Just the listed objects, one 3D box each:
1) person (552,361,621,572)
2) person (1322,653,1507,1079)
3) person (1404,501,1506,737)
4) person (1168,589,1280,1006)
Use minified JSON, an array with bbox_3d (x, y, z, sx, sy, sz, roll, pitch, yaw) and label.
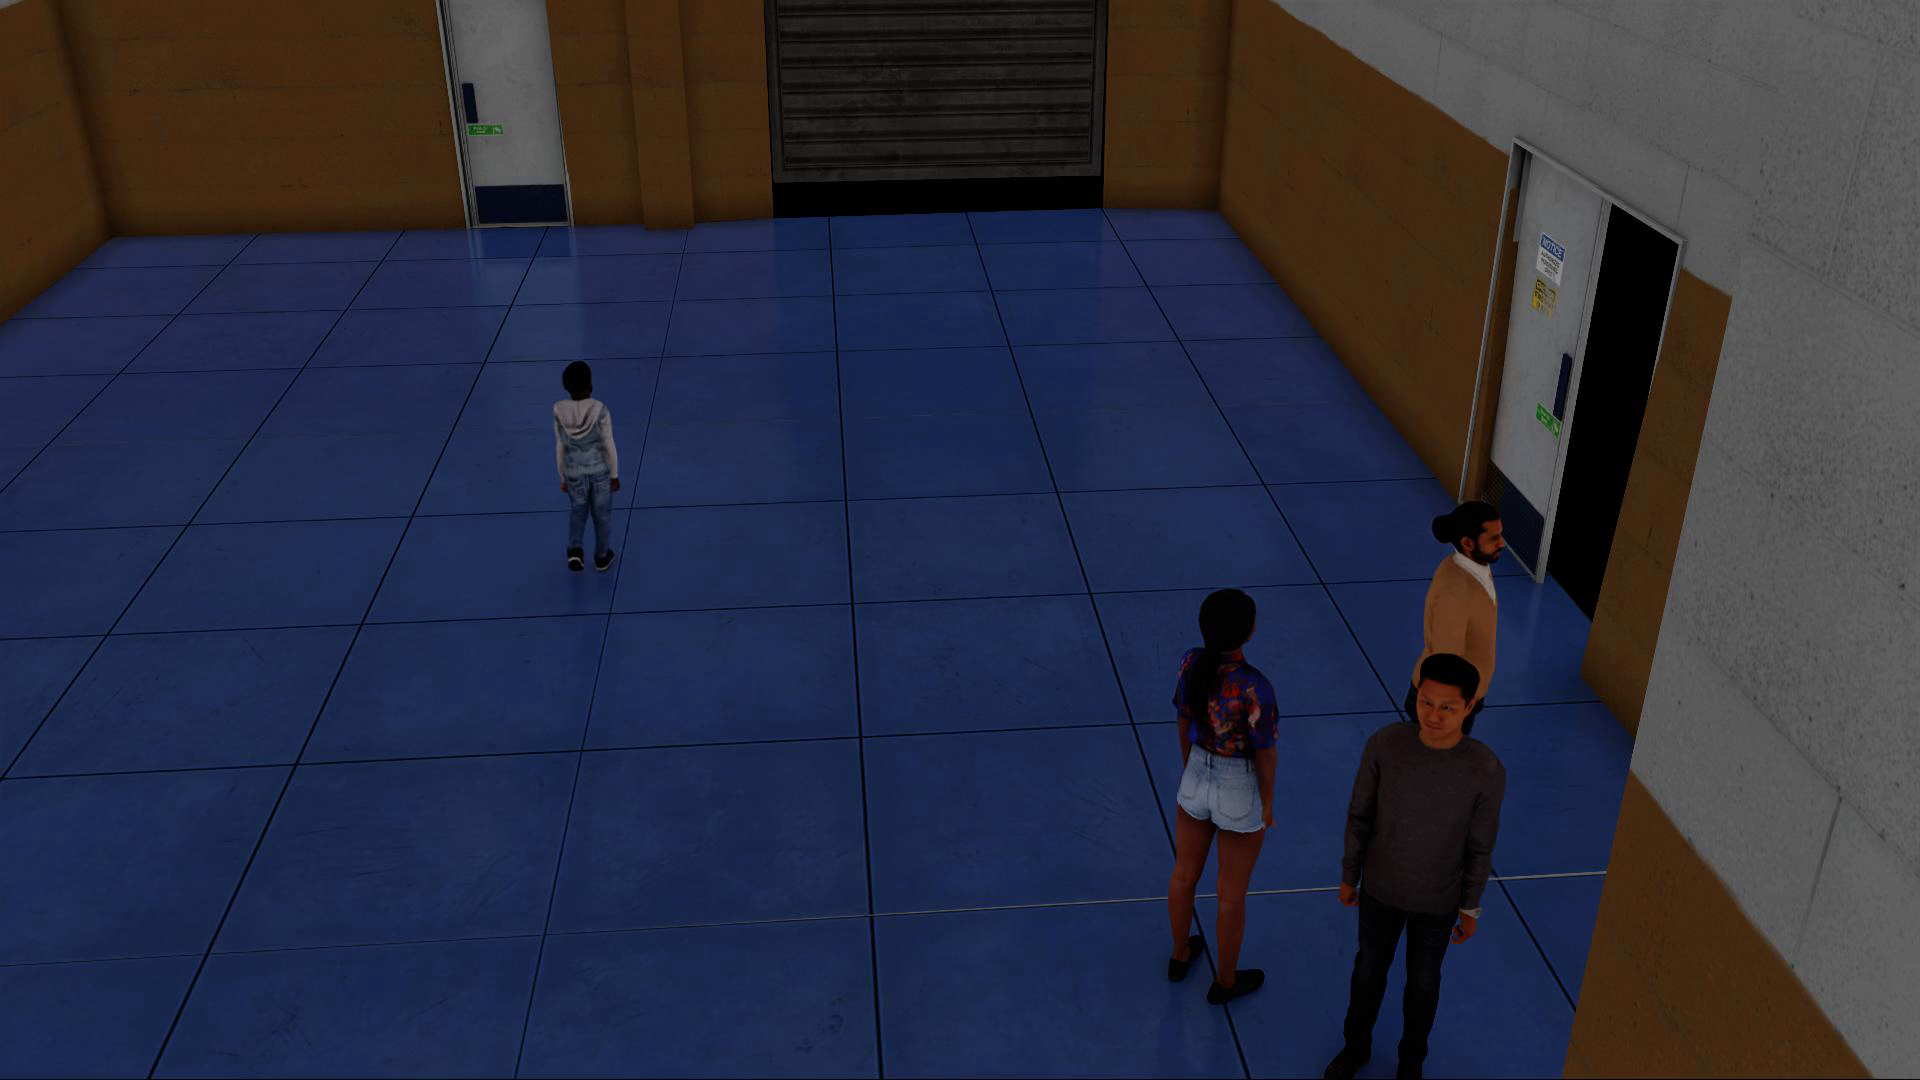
[{"bbox_3d":[-2.096,-0.374,9.277,0.592,1.252,0.589,2,27,4],"label":"person"},{"bbox_3d":[1.549,1.168,5.665,0.649,1.769,0.773,-9,28,-17],"label":"person"},{"bbox_3d":[1.972,0.637,6.721,0.747,1.754,0.752,11,29,20],"label":"person"},{"bbox_3d":[0.959,0.943,6.139,0.662,1.742,0.712,23,35,38],"label":"person"}]
